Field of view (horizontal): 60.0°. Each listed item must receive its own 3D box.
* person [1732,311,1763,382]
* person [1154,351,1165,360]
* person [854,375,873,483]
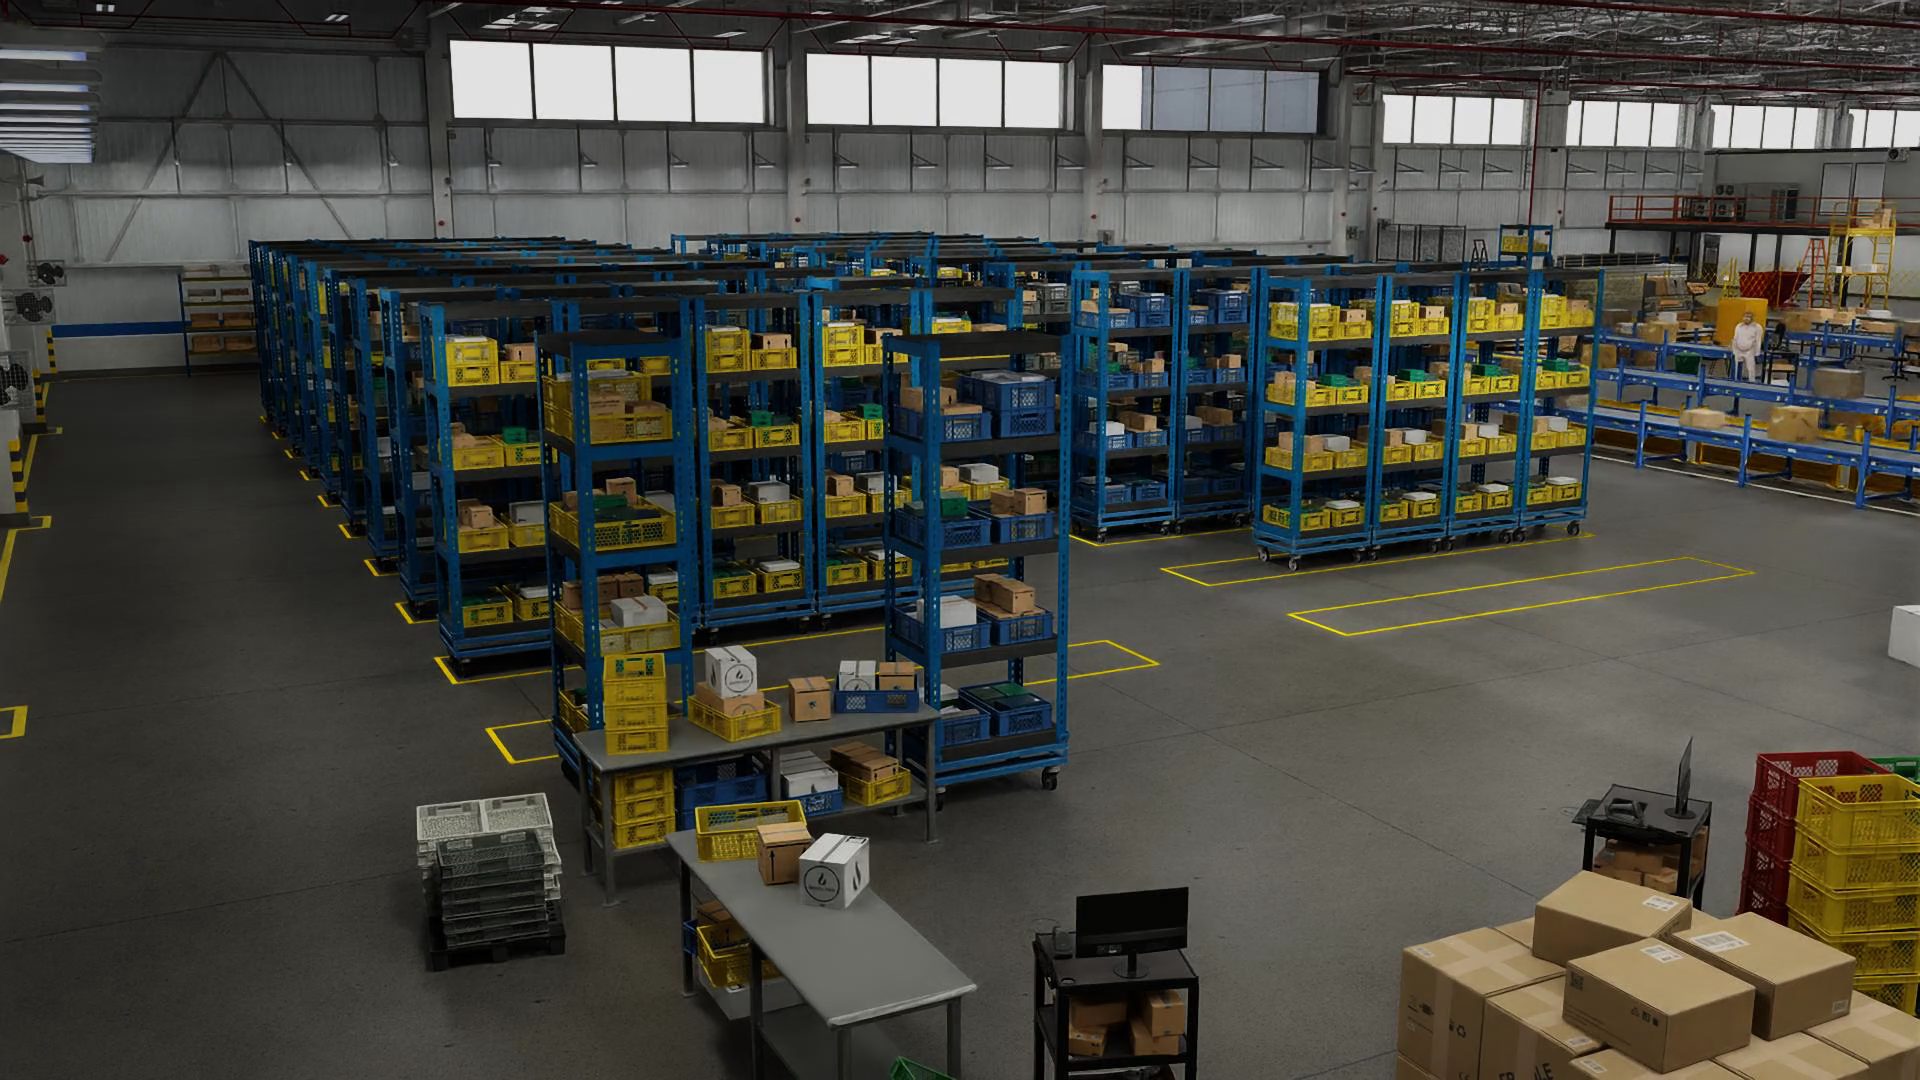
[{"bbox_3d":[17.819,-4.248,37.715,0.401,1.896,0.644,-9,15,-37],"label":"person"},{"bbox_3d":[4.763,-4.374,38.655,0.541,1.749,0.396,-1,12,-4],"label":"person"},{"bbox_3d":[-1.491,-1.723,25.710,0.659,1.969,0.668,-11,16,-42],"label":"person"}]
